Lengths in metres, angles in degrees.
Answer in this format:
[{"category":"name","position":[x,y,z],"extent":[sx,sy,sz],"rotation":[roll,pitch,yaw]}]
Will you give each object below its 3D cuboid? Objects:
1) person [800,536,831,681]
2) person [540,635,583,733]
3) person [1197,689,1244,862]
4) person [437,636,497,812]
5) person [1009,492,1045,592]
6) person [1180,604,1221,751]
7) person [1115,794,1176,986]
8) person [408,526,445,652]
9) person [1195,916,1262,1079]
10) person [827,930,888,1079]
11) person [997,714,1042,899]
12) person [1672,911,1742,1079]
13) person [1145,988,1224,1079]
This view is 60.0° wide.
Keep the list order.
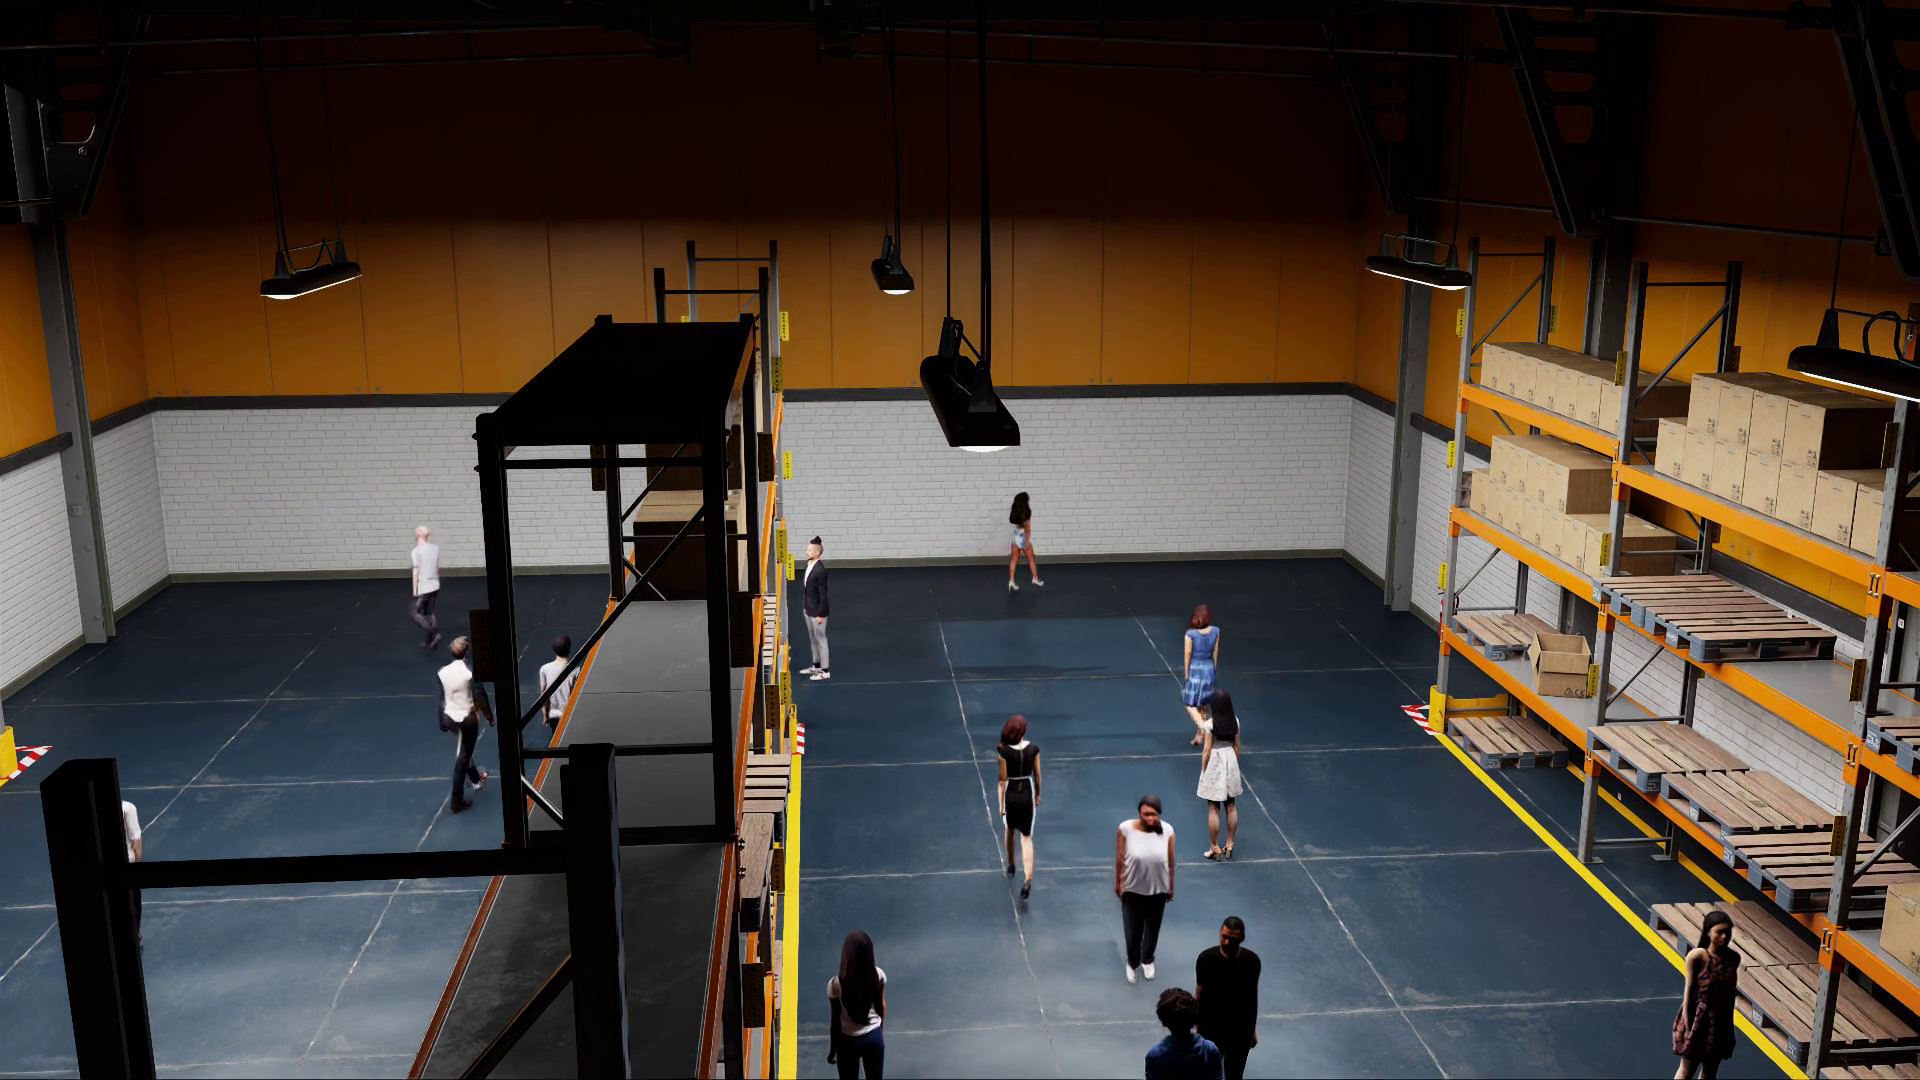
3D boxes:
[{"category":"person","position":[-1.930,0.900,22.371],"extent":[0.855,1.950,0.695],"rotation":[-7,15,-28]},{"category":"person","position":[-4.324,1.979,18.124],"extent":[0.802,1.852,0.880],"rotation":[2,14,10]},{"category":"person","position":[2.617,2.353,16.744],"extent":[0.722,1.774,0.728],"rotation":[-5,15,-21]},{"category":"person","position":[-5.433,2.015,17.984],"extent":[1.013,1.848,1.211],"rotation":[6,15,23]},{"category":"person","position":[0.913,0.048,26.629],"extent":[0.876,1.602,0.882],"rotation":[-11,17,-37]},{"category":"person","position":[2.872,1.663,19.565],"extent":[0.795,1.787,0.946],"rotation":[-6,15,-22]},{"category":"person","position":[1.599,2.969,14.406],"extent":[0.657,1.679,0.639],"rotation":[-1,14,-3]},{"category":"person","position":[-7.477,0.707,23.453],"extent":[0.925,1.817,0.876],"rotation":[7,15,25]},{"category":"person","position":[1.912,3.513,11.996],"extent":[0.618,1.755,0.540],"rotation":[-1,14,-3]},{"category":"person","position":[-0.700,3.569,11.722],"extent":[0.657,1.774,0.638],"rotation":[-7,15,-26]},{"category":"person","position":[0.588,2.571,15.880],"extent":[0.634,1.758,1.122],"rotation":[-2,14,-8]},{"category":"person","position":[5.384,3.503,11.993],"extent":[0.674,1.774,0.683],"rotation":[-2,14,-10]},{"category":"person","position":[1.456,3.806,10.723],"extent":[0.695,1.785,0.717],"rotation":[1,14,3]}]
